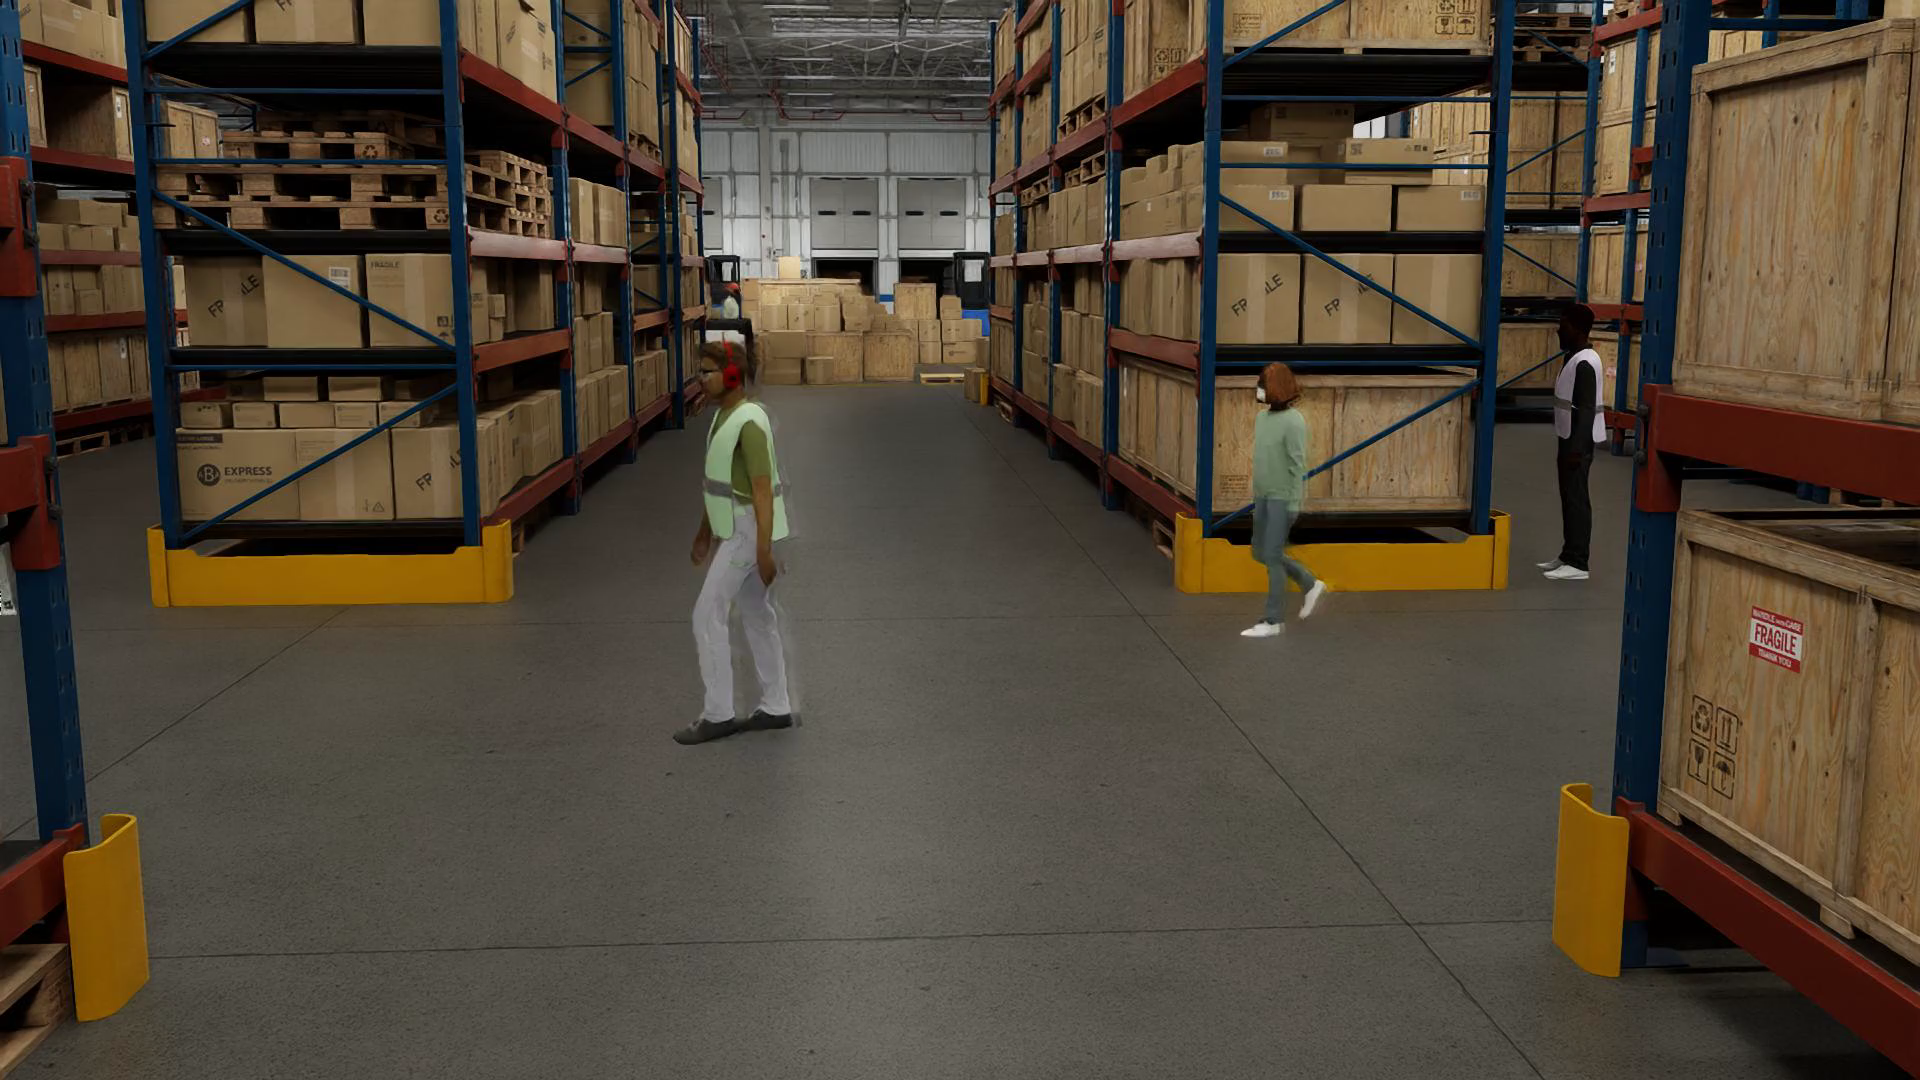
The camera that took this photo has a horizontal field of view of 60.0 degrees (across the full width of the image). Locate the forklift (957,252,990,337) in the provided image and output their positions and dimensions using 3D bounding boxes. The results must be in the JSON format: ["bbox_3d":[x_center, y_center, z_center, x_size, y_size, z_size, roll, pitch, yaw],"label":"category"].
[{"bbox_3d":[0.387,-7.328,50.344,1.129,2.768,1.873,-1,9,-4],"label":"forklift"}]

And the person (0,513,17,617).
[{"bbox_3d":[-6.131,-0.354,10.547,0.502,1.605,0.782,-8,12,-41],"label":"person"}]

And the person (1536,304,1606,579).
[{"bbox_3d":[4.308,-0.686,11.645,0.383,1.918,0.597,2,9,12],"label":"person"}]

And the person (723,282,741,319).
[{"bbox_3d":[-5.134,-4.728,36.871,0.772,1.968,0.626,3,9,16],"label":"person"}]

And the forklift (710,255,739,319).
[{"bbox_3d":[-8.368,-8.713,59.038,1.129,2.768,1.873,-1,9,-4],"label":"forklift"}]

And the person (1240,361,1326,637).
[{"bbox_3d":[1.919,-0.238,9.756,0.535,1.621,0.499,-3,10,-19],"label":"person"}]

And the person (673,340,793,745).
[{"bbox_3d":[-1.090,0.009,7.582,0.723,1.819,0.562,-2,9,-14],"label":"person"}]

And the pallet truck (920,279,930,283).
[{"bbox_3d":[-0.932,-8.922,63.114,1.885,1.965,0.823,2,9,13],"label":"pallet truck"}]
